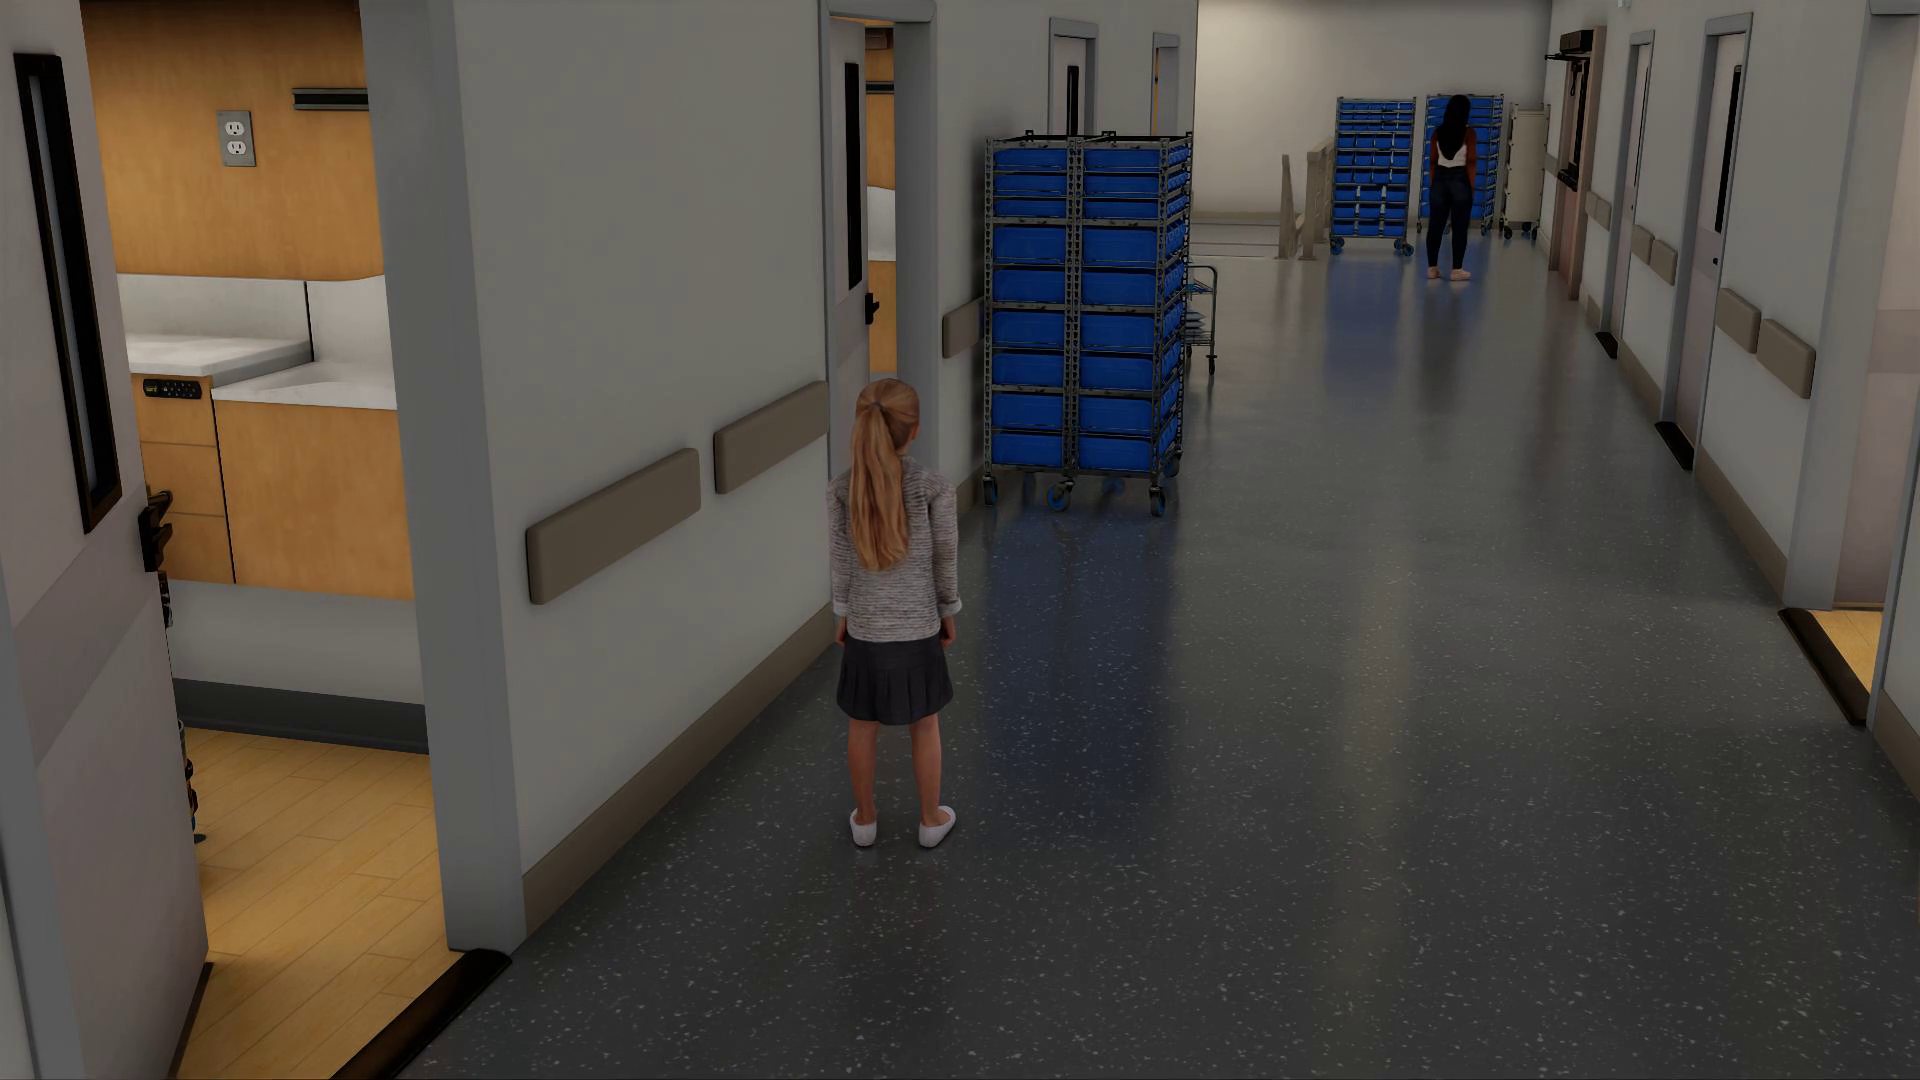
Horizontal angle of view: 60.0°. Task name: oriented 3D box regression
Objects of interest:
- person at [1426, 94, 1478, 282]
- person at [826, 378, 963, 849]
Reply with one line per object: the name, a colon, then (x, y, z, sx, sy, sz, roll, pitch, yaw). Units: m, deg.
person: (4.910, -3.517, 16.606, 0.734, 1.809, 0.748, 13, 21, 39)
person: (-0.176, 0.197, 4.402, 0.541, 1.276, 0.560, 1, 16, 4)
